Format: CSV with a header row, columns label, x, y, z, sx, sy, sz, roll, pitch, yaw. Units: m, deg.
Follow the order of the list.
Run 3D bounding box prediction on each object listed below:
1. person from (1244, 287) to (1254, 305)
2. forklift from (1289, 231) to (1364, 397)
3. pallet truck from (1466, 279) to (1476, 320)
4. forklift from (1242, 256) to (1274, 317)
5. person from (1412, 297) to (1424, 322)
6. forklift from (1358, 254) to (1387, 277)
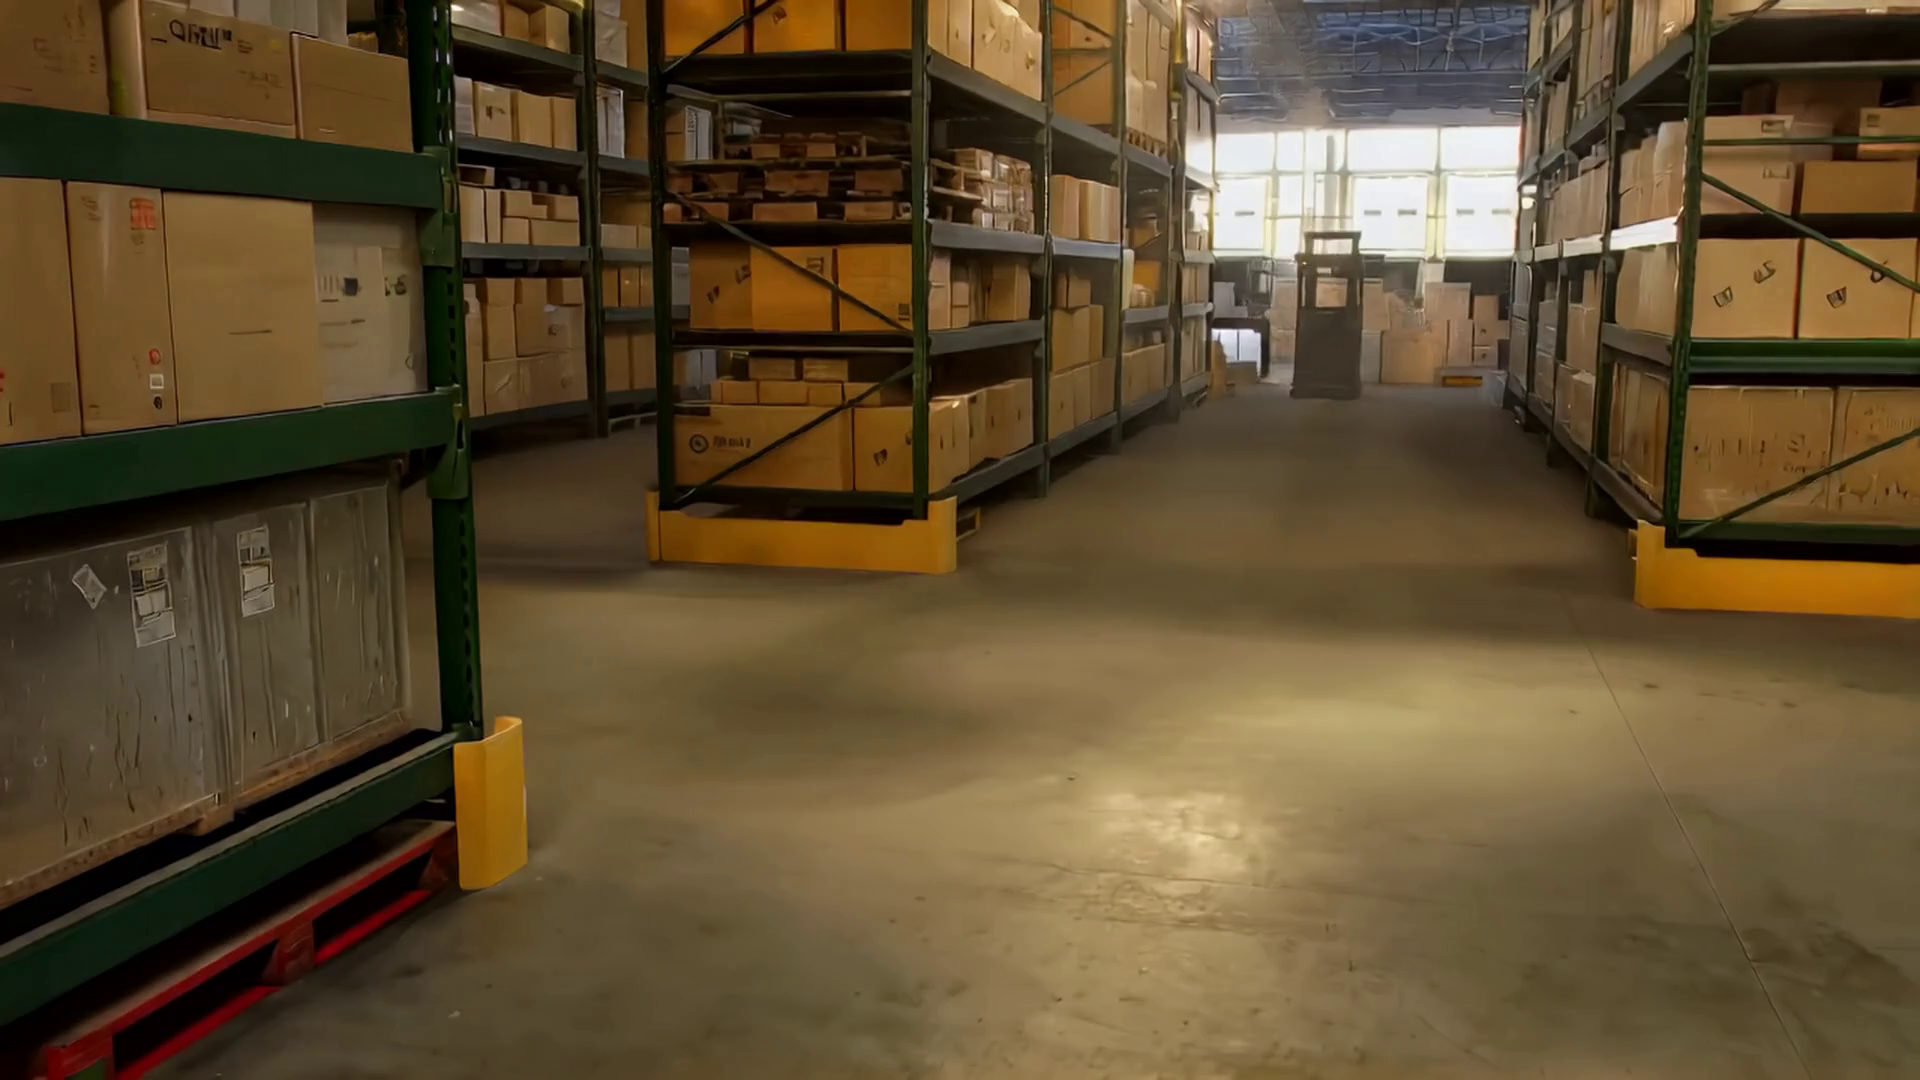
label,x,y,z,sx,sy,sz,roll,pitch,yaw
person,10.814,-8.564,61.922,0.530,1.697,0.322,4,10,26
forklift,6.386,-3.911,28.621,1.129,2.768,1.873,3,9,18
pallet truck,18.896,-8.459,60.307,1.885,1.965,0.823,5,10,31
forklift,10.671,-8.733,59.254,1.129,2.768,1.873,2,9,15
person,10.088,-4.526,36.524,0.644,1.622,0.520,1,9,3
forklift,13.702,-8.146,55.528,1.129,2.768,1.873,8,12,43
